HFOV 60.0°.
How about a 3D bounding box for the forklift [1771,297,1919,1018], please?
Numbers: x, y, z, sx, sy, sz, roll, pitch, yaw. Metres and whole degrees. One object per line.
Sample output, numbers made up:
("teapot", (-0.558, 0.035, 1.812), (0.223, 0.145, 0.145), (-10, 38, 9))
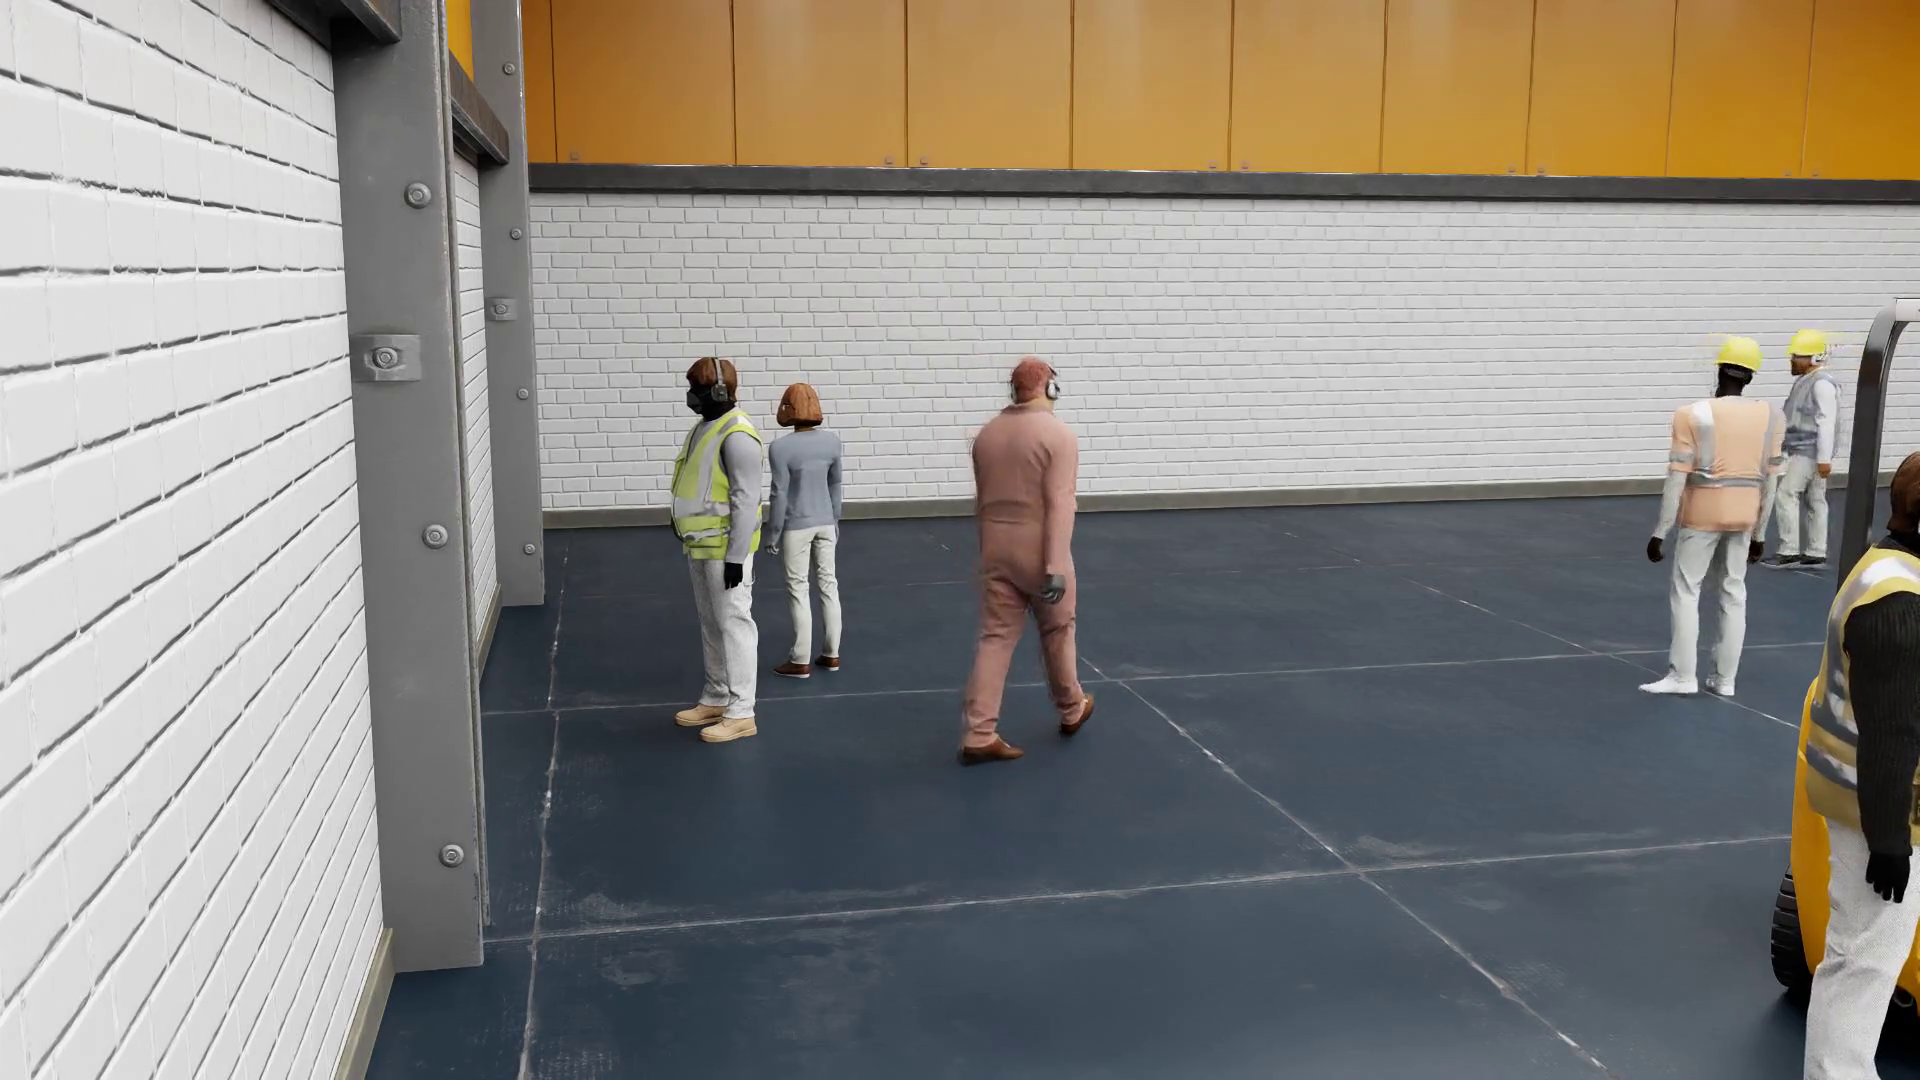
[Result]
("forklift", (3.542, 0.334, 5.177), (2.313, 2.155, 1.214), (-9, 13, -43))

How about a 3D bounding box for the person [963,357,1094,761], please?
("person", (0.330, 0.081, 7.780), (0.664, 1.848, 0.971), (9, 13, 42))

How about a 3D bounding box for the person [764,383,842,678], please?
("person", (-0.862, -0.053, 9.237), (0.497, 1.634, 0.278), (-9, 13, -42))

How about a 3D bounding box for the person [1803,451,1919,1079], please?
("person", (2.357, 0.683, 4.171), (0.430, 1.838, 0.627), (6, 11, 33))

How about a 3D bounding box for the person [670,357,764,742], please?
("person", (-1.176, 0.041, 8.038), (0.429, 1.844, 0.626), (-5, 11, -28))

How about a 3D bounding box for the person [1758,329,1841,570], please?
("person", (6.265, -0.668, 12.458), (0.615, 1.804, 0.625), (3, 10, 20))

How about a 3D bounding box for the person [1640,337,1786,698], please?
("person", (3.973, -0.101, 8.771), (0.693, 1.900, 0.364), (-1, 9, -5))
